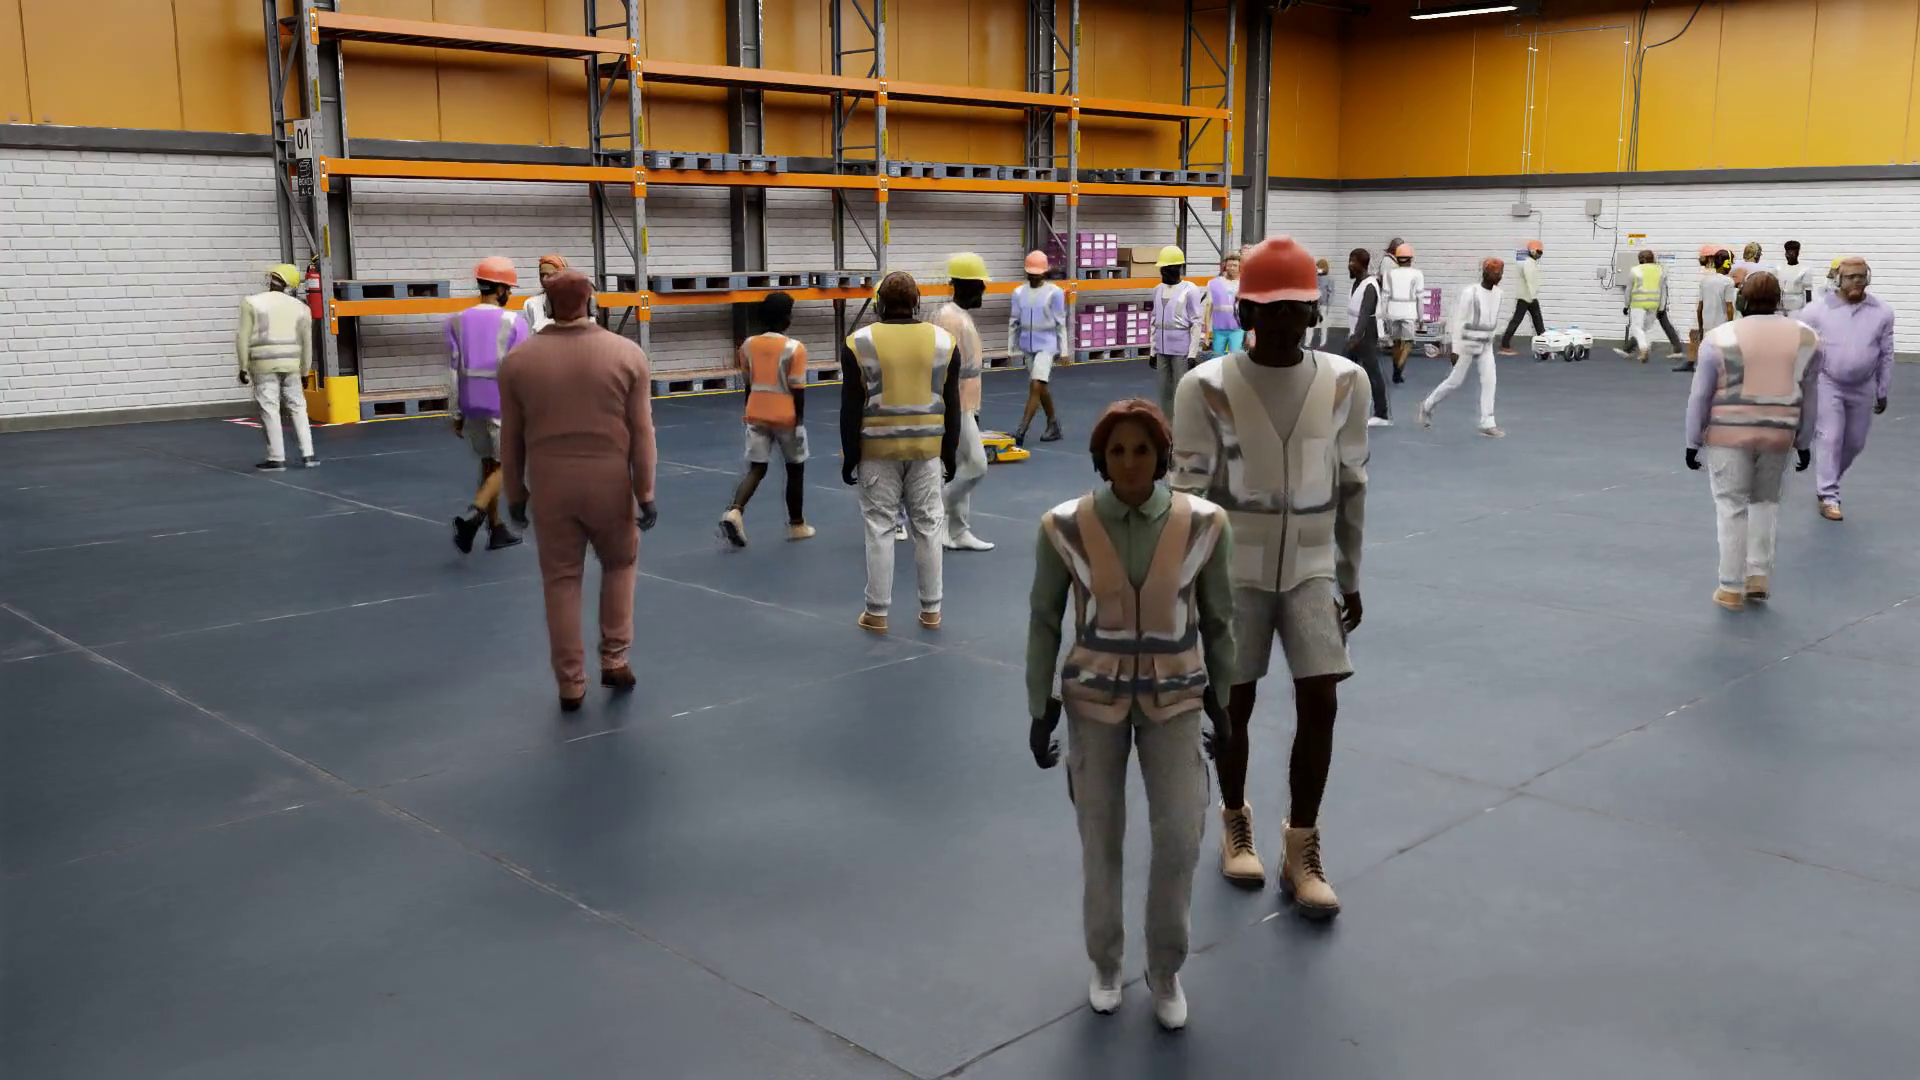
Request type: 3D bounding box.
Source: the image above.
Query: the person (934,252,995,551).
[{"bbox_3d":[0.020,-0.860,10.570,0.404,1.913,0.616,1,10,7],"label":"person"}]

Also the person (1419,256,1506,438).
[{"bbox_3d":[5.170,-1.983,16.976,0.602,1.833,0.991,-6,12,-29],"label":"person"}]

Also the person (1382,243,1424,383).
[{"bbox_3d":[5.977,-3.052,22.535,0.552,1.920,0.800,5,12,26],"label":"person"}]

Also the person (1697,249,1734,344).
[{"bbox_3d":[8.654,-2.379,19.014,0.326,1.862,0.518,-4,11,-21],"label":"person"}]

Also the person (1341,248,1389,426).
[{"bbox_3d":[4.147,-2.134,17.646,0.957,1.878,0.596,-1,10,-7],"label":"person"}]

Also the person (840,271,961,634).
[{"bbox_3d":[-0.309,-0.441,8.491,0.633,1.842,0.429,-3,11,-16],"label":"person"}]

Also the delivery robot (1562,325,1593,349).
[{"bbox_3d":[10.005,-3.251,27.070,0.707,0.478,0.477,-10,14,-43],"label":"delivery robot"}]

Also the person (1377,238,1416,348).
[{"bbox_3d":[7.850,-4.497,30.064,0.950,2.000,0.684,4,11,19],"label":"person"}]

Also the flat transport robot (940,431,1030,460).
[{"bbox_3d":[-0.151,-0.832,14.909,1.431,0.197,0.652,-4,11,-19],"label":"flat transport robot"}]

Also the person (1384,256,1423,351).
[{"bbox_3d":[7.787,-4.180,28.991,0.762,1.804,0.609,6,12,29],"label":"person"}]

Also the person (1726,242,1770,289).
[{"bbox_3d":[10.230,-2.896,21.622,0.373,1.938,0.630,-6,12,-28],"label":"person"}]

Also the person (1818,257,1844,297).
[{"bbox_3d":[11.478,-2.838,21.830,0.493,1.743,0.295,-2,11,-10],"label":"person"}]

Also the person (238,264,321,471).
[{"bbox_3d":[-5.871,-1.473,14.319,0.413,1.780,0.655,9,14,41],"label":"person"}]

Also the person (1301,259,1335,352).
[{"bbox_3d":[6.166,-4.033,28.697,0.518,1.601,0.724,8,13,38],"label":"person"}]

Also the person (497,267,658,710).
[{"bbox_3d":[-1.642,-0.230,7.223,0.673,1.884,0.620,-1,10,-6],"label":"person"}]

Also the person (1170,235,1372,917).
[{"bbox_3d":[0.941,0.119,4.953,0.629,2.014,0.769,-1,10,-3],"label":"person"}]

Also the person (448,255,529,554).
[{"bbox_3d":[-2.982,-0.832,10.469,0.542,1.909,0.772,3,11,14],"label":"person"}]

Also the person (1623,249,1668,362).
[{"bbox_3d":[10.956,-3.730,26.541,0.634,1.810,0.750,0,10,-2],"label":"person"}]

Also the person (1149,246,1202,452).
[{"bbox_3d":[1.986,-1.784,15.588,0.384,1.922,0.594,-8,13,-36],"label":"person"}]

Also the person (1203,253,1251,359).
[{"bbox_3d":[3.168,-2.470,19.615,0.582,1.822,0.738,2,11,9],"label":"person"}]

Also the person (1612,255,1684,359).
[{"bbox_3d":[11.368,-3.826,27.243,1.111,1.749,0.520,8,13,37],"label":"person"}]

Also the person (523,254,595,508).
[{"bbox_3d":[-2.960,-1.159,12.290,0.585,1.882,0.340,2,11,11],"label":"person"}]

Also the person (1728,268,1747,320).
[{"bbox_3d":[9.680,-2.613,20.944,0.533,1.606,0.705,-6,12,-31],"label":"person"}]

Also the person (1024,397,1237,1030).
[{"bbox_3d":[0.430,0.450,4.224,0.541,1.621,0.490,1,10,3],"label":"person"}]

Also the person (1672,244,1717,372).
[{"bbox_3d":[11.098,-3.395,24.475,0.920,1.909,0.548,3,11,18],"label":"person"}]

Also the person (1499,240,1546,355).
[{"bbox_3d":[9.644,-4.071,28.020,1.048,1.936,0.619,7,12,32],"label":"person"}]

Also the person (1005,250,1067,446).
[{"bbox_3d":[0.718,-1.845,16.070,0.582,1.870,0.968,7,12,32],"label":"person"}]

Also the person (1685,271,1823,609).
[{"bbox_3d":[4.271,-0.539,9.050,0.653,1.829,0.521,1,10,4],"label":"person"}]

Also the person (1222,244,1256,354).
[{"bbox_3d":[3.814,-2.999,22.279,0.669,1.894,0.432,2,11,8],"label":"person"}]

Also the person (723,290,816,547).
[{"bbox_3d":[-1.238,-0.780,10.798,0.532,1.672,0.758,6,12,28],"label":"person"}]

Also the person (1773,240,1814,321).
[{"bbox_3d":[12.366,-3.495,24.857,0.407,1.953,0.681,-6,12,-31],"label":"person"}]

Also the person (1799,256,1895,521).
[{"bbox_3d":[6.395,-1.114,12.069,0.645,1.884,0.813,2,11,9],"label":"person"}]

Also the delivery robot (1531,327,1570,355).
[{"bbox_3d":[9.455,-3.166,26.609,0.707,0.478,0.477,-10,14,-43],"label":"delivery robot"}]

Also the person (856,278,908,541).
[{"bbox_3d":[-0.451,-0.840,10.929,0.527,1.748,0.546,0,10,-3],"label":"person"}]
